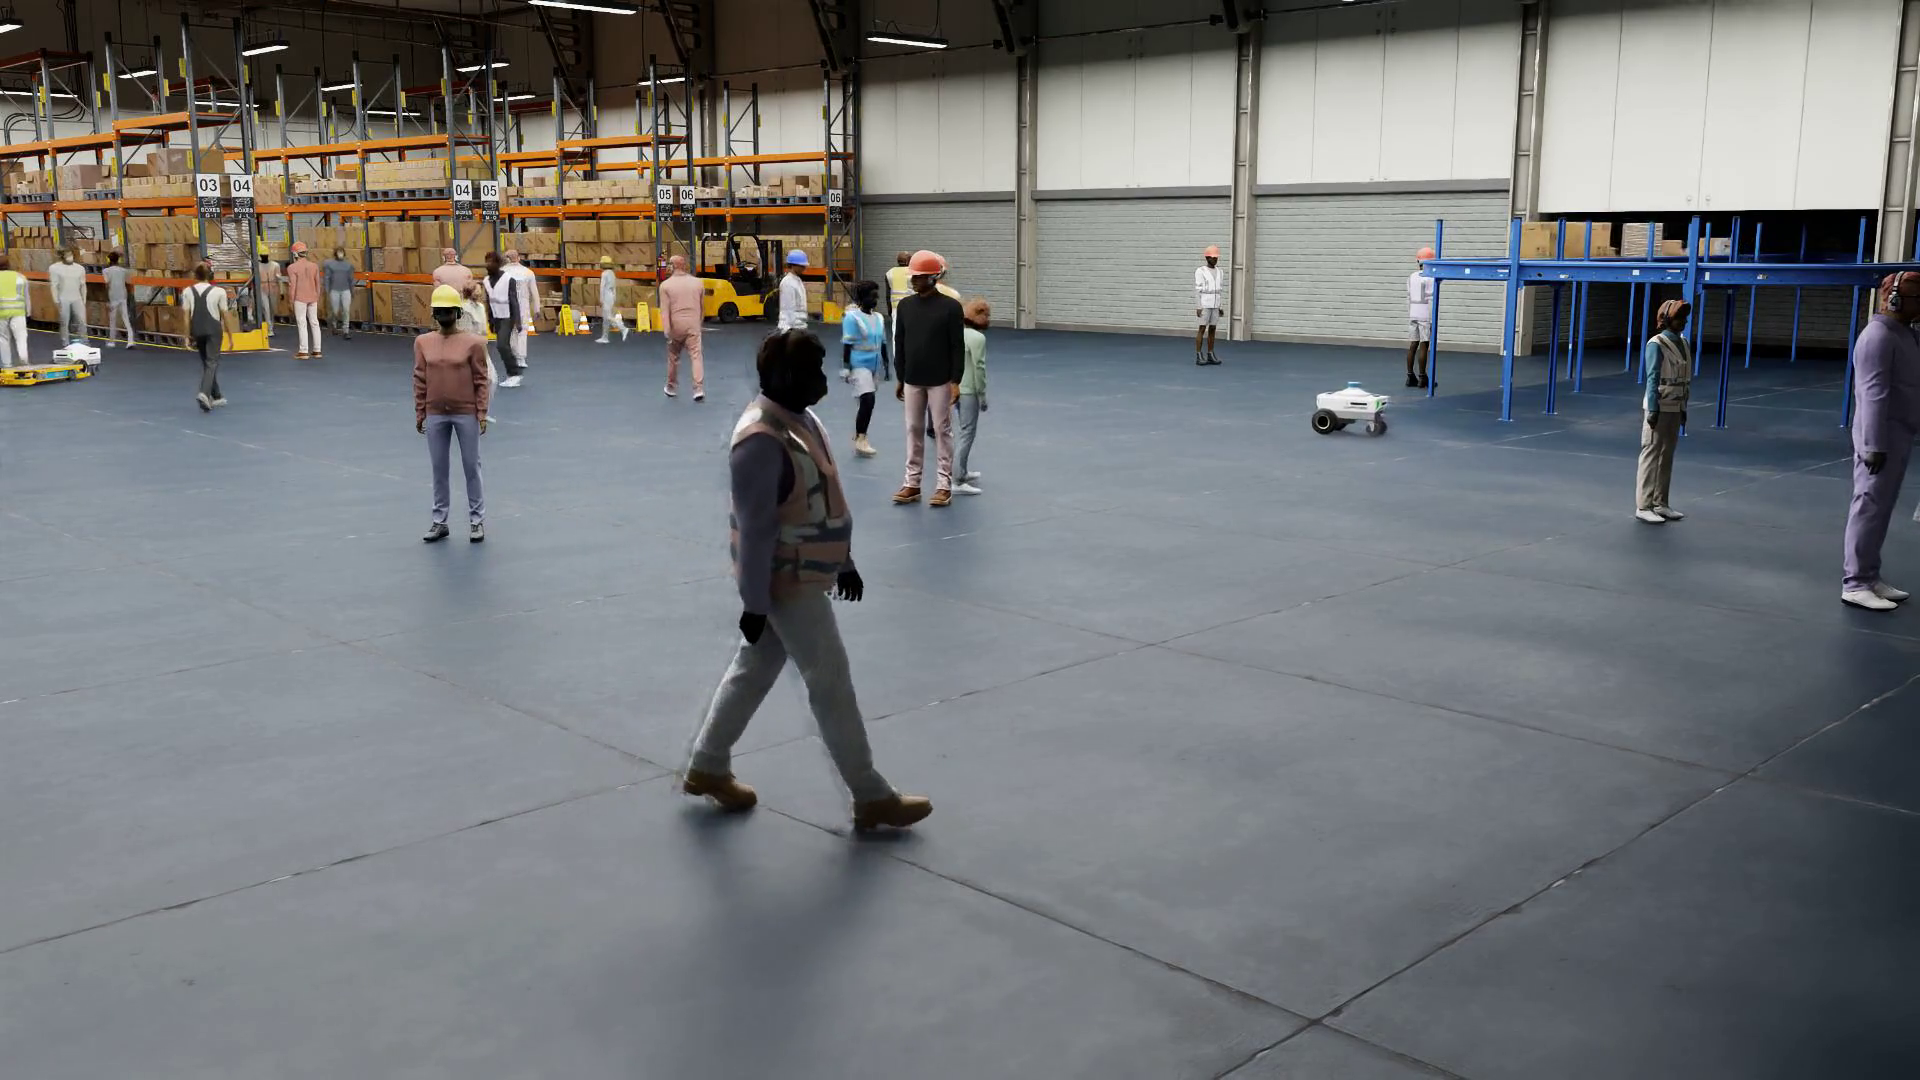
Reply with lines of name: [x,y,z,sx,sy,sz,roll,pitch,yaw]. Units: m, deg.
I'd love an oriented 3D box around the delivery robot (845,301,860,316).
delivery robot: [-2.557,-5.479,39.820,0.477,0.478,0.707,-2,10,-10]

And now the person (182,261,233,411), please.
person: [-9.186,-2.491,20.269,0.520,1.812,0.921,-1,10,-4]

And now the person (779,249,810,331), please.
person: [-2.049,-2.689,20.985,0.496,1.928,0.623,2,11,11]

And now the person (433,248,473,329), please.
person: [-8.091,-3.695,26.558,0.650,1.901,0.401,-7,12,-33]

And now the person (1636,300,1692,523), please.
person: [5.232,-0.957,12.343,0.522,1.638,0.306,-9,14,-42]

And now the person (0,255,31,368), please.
person: [-14.560,-3.454,25.469,0.624,1.820,0.818,-7,12,-32]

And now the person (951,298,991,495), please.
person: [0.059,-1.218,13.906,0.460,1.603,0.655,-4,11,-19]

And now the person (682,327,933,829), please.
person: [-0.606,0.131,5.990,0.959,1.800,0.619,1,10,3]

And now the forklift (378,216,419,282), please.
forklift: [-17.868,-9.201,54.028,1.873,2.768,1.129,-10,14,-44]

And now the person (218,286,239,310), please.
person: [-15.289,-5.044,34.680,0.326,1.626,0.513,9,14,42]

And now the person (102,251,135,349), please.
person: [-15.782,-4.498,31.208,0.986,1.827,0.538,9,14,40]

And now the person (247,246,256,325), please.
person: [-16.951,-6.064,39.576,0.648,1.864,0.588,9,13,39]

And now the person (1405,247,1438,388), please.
person: [6.479,-3.112,23.270,0.354,1.942,0.545,-4,11,-22]

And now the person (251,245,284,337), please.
person: [-14.590,-5.248,35.020,0.595,1.907,0.759,-7,13,-34]

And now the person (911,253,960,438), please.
person: [-0.271,-2.022,17.376,0.581,1.920,0.482,-5,11,-23]

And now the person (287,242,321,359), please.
person: [-11.313,-4.134,28.690,0.374,1.997,0.609,7,12,32]

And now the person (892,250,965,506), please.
person: [-0.256,-1.270,13.088,0.613,1.991,0.391,6,12,29]

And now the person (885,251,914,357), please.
person: [-0.914,-3.849,27.561,0.622,1.845,0.430,4,11,21]

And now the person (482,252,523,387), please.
person: [-6.378,-3.075,23.246,0.606,1.883,0.526,7,13,34]

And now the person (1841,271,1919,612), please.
person: [5.307,-0.569,9.498,0.409,1.907,0.651,8,13,38]

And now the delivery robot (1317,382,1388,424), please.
delivery robot: [4.216,-1.455,17.877,0.707,0.478,0.477,6,12,30]

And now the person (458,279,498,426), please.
person: [-5.371,-2.073,18.465,0.490,1.621,0.540,2,11,13]

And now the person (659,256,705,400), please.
person: [-3.593,-2.749,21.569,0.647,1.848,1.036,-5,12,-26]

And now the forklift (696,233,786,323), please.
forklift: [-5.496,-6.489,41.108,2.313,2.155,1.214,-10,14,-44]

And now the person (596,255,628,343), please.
person: [-6.914,-4.762,32.870,0.668,1.721,0.493,1,10,7]

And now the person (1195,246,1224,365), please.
person: [4.108,-3.851,27.307,0.542,1.938,0.358,-6,12,-31]

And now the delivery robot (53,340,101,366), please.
delivery robot: [-13.349,-2.789,25.152,0.477,0.478,0.707,1,10,8]

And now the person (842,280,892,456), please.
person: [-0.858,-1.635,15.892,0.489,1.677,0.559,7,13,35]

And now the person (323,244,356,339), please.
person: [-12.739,-5.106,34.175,0.636,1.926,0.556,-6,12,-30]

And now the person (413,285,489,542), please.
person: [-3.530,-0.877,11.551,0.526,1.772,0.307,0,10,1]

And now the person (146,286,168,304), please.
person: [-21.900,-7.076,45.353,0.593,1.785,0.878,4,11,21]

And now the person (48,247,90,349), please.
person: [-15.569,-4.170,29.154,0.947,1.901,0.649,10,14,42]

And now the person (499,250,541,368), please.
person: [-7.085,-3.708,26.704,0.707,1.862,0.839,-1,10,-5]

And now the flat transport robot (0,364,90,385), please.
flat transport robot: [-13.381,-2.410,24.115,0.652,0.197,1.431,1,11,8]

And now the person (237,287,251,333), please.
person: [-15.768,-5.380,36.383,0.534,1.667,0.793,-5,11,-24]
